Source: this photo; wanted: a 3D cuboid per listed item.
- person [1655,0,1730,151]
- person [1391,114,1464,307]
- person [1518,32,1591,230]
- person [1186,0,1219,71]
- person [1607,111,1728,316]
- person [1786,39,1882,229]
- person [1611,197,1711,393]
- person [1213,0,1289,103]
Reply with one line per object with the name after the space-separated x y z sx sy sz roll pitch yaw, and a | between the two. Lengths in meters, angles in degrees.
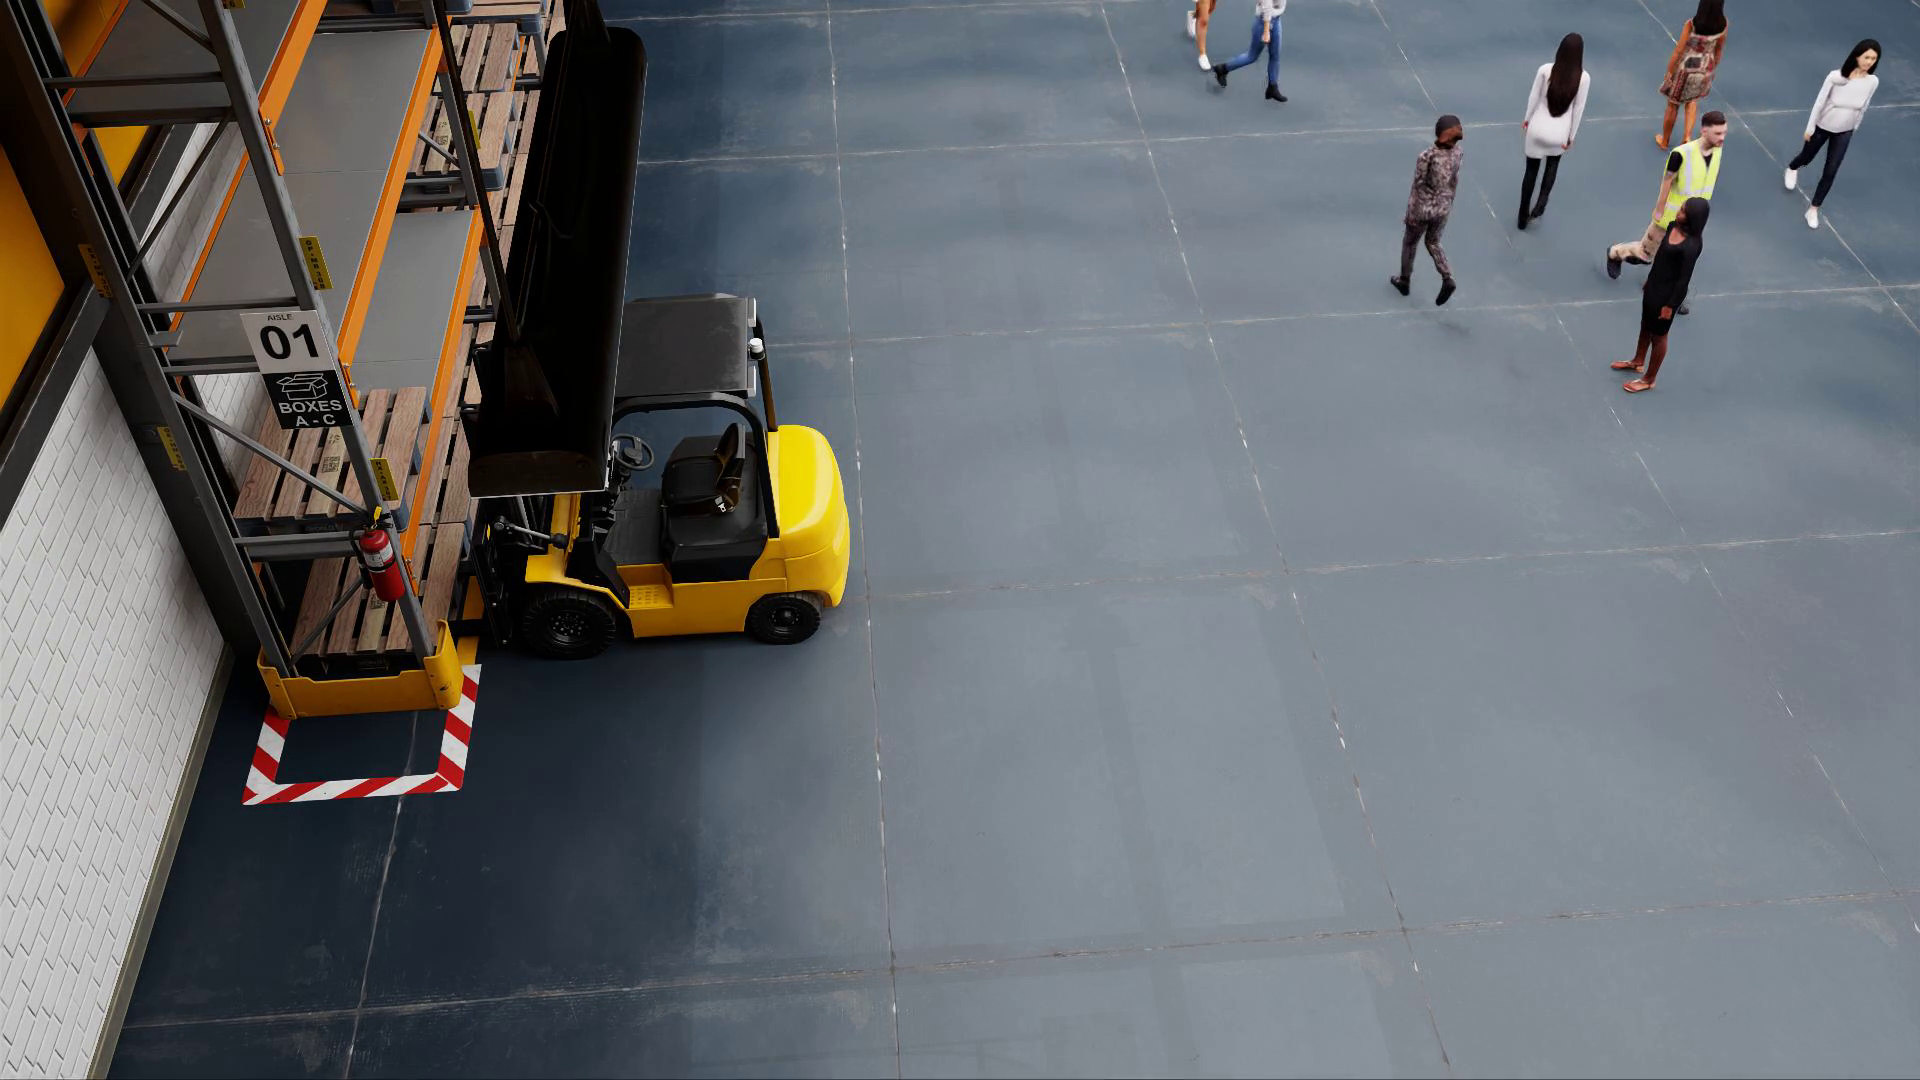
6.837 -4.321 15.474 0.670 1.636 0.785 0 44 0 | person
3.917 -2.673 13.697 0.728 1.701 0.994 -16 46 -16 | person
5.106 -3.508 14.509 0.722 1.791 0.750 13 45 13 | person
2.491 -5.729 16.899 0.705 1.710 1.112 -10 45 -10 | person
5.862 -2.737 13.676 0.908 1.823 1.152 -17 46 -17 | person
7.726 -3.690 14.784 0.830 1.675 1.126 9 44 9 | person
5.459 -1.917 12.889 0.680 1.720 0.440 -1 44 -1 | person
2.916 -5.058 16.269 1.004 1.607 1.052 18 47 18 | person
